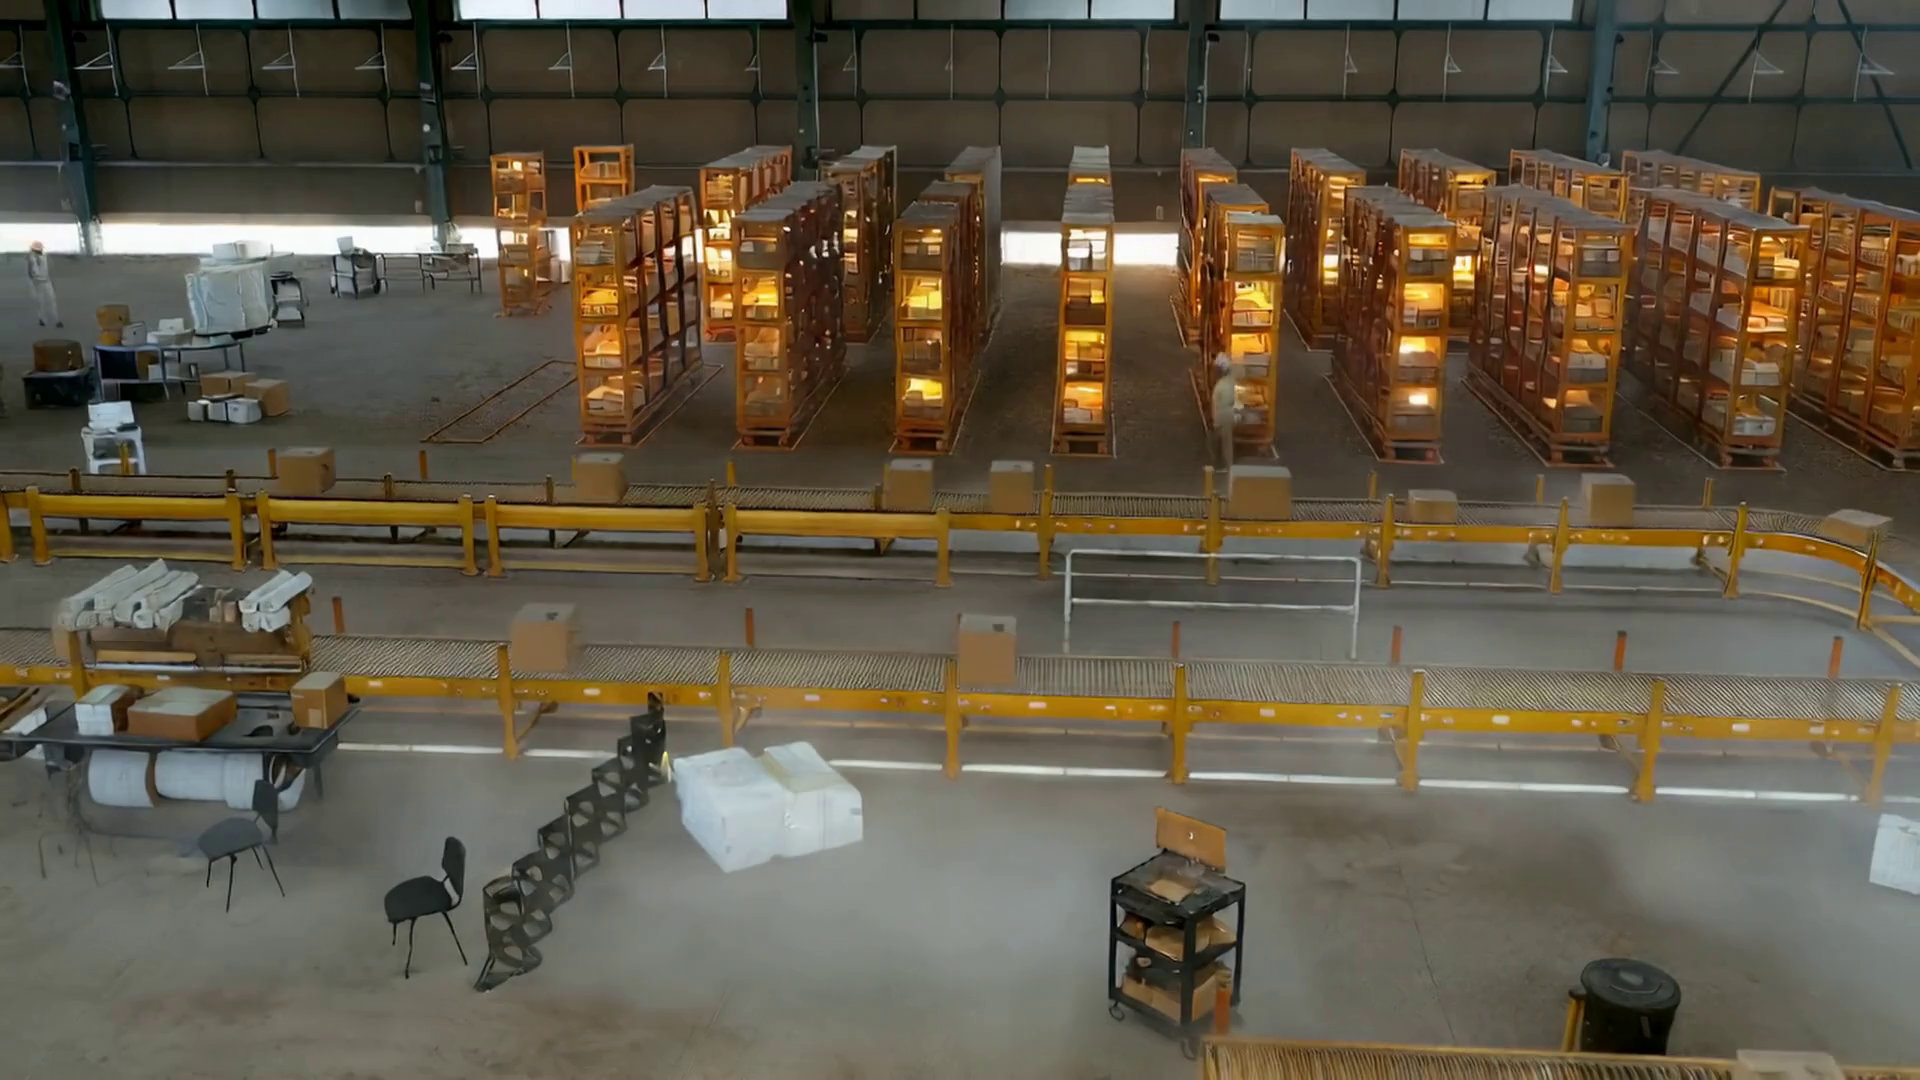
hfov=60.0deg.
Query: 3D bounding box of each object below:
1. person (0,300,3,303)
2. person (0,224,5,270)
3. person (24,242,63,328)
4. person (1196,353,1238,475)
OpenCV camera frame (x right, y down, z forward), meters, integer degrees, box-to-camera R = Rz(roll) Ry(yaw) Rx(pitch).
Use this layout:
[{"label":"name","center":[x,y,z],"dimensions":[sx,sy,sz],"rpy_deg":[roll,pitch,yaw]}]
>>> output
[{"label":"person","center":[-22.822,-6.358,38.904],"dimensions":[0.531,1.733,0.668],"rpy_deg":[0,17,0]},{"label":"person","center":[-25.807,-8.163,44.197],"dimensions":[0.608,1.995,0.377],"rpy_deg":[-12,21,-33]},{"label":"person","center":[-19.918,-5.538,36.079],"dimensions":[1.091,1.878,0.583],"rpy_deg":[16,24,41]},{"label":"person","center":[3.758,-1.850,24.458],"dimensions":[0.704,1.807,0.627],"rpy_deg":[4,18,11]}]
